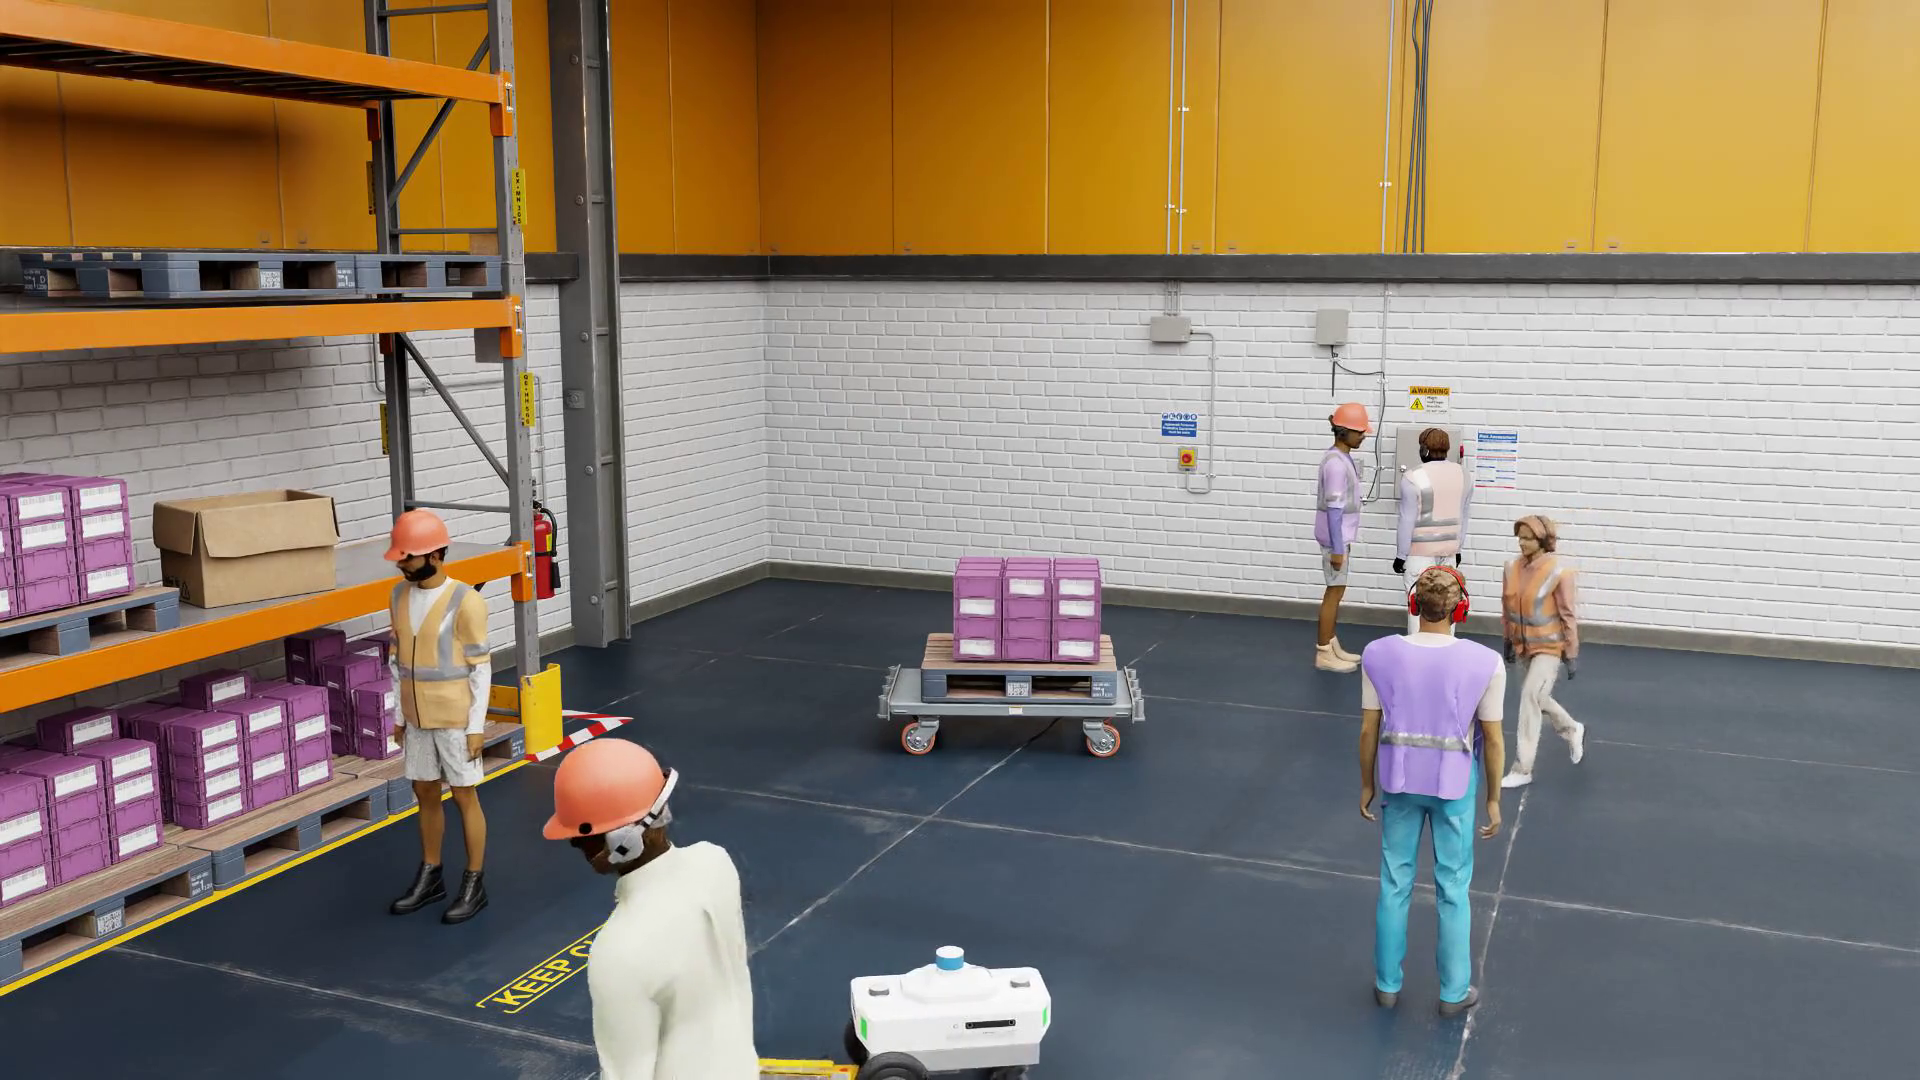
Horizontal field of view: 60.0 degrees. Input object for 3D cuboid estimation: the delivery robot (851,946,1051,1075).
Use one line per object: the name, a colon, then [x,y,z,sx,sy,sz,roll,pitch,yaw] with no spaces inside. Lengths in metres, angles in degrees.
delivery robot: [-0.034,1.723,6.050,0.707,0.478,0.477,-1,9,-8]

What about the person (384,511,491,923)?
person: [-2.424,0.814,7.690,0.547,1.929,0.385,4,10,25]

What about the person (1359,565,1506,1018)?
person: [1.893,1.016,6.714,0.570,1.845,0.383,4,10,23]

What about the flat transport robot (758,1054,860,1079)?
flat transport robot: [-0.724,2.019,5.396,0.652,0.197,1.431,0,9,3]

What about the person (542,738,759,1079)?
person: [-0.611,1.408,4.017,0.672,1.952,0.690,3,10,16]

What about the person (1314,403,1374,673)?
person: [2.857,-0.016,12.435,0.407,2.030,0.607,3,10,15]

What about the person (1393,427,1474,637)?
person: [3.490,0.082,12.392,0.625,1.844,0.429,-4,10,-24]

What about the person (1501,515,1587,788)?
person: [3.469,0.632,9.786,0.744,1.608,0.534,-4,10,-25]
